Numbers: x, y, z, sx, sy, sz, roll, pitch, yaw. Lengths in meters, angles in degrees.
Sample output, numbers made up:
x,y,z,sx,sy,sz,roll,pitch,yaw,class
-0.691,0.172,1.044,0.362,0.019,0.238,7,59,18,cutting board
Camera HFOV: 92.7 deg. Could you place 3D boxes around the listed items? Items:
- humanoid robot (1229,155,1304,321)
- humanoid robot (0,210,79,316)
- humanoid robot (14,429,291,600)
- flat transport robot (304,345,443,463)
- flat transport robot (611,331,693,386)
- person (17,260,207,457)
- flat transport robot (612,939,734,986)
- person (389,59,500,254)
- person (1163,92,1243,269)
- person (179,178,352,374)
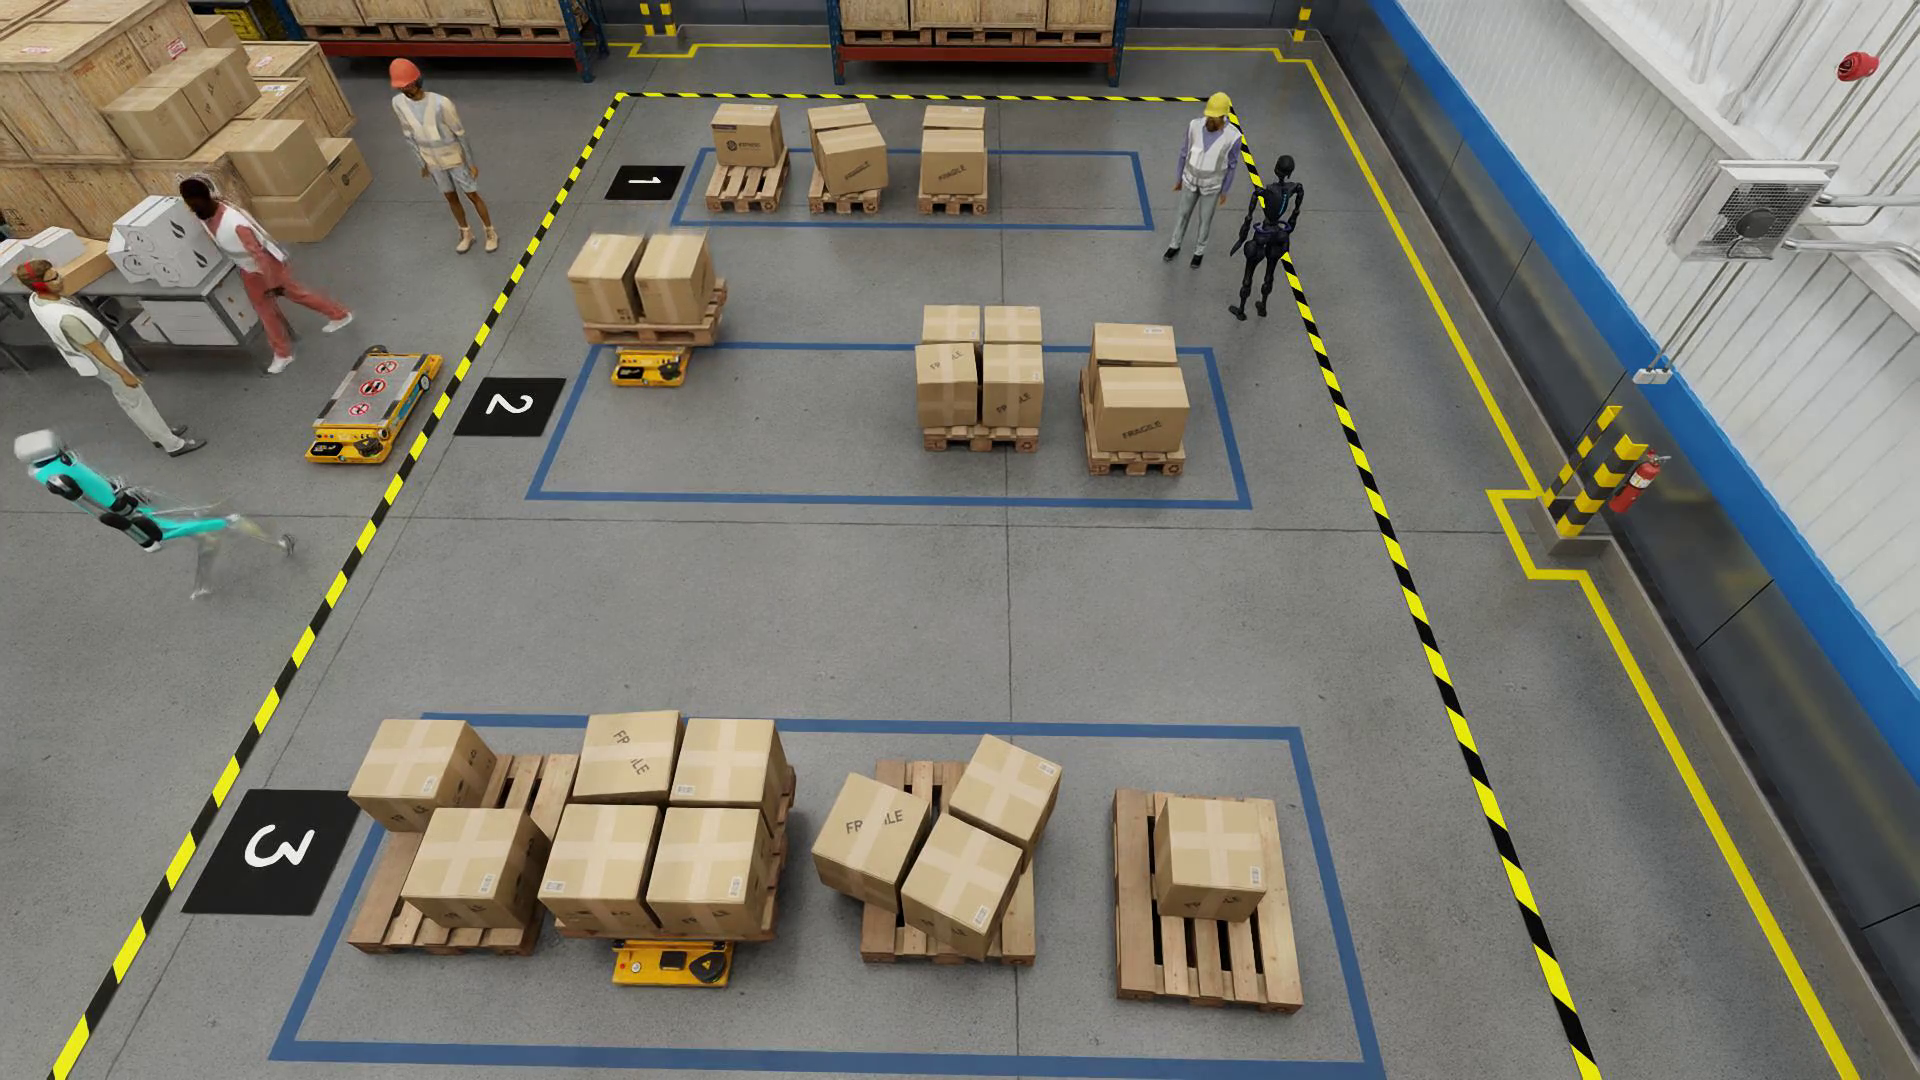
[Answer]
x,y,z,sx,sy,sz,roll,pitch,yaw,class
2.965,-2.917,8.903,0.599,1.657,0.315,-8,50,-7,humanoid robot
-9.380,-2.801,8.729,0.531,1.726,0.715,4,50,3,humanoid robot
-5.659,-0.274,6.657,1.014,1.758,0.558,-36,58,-26,humanoid robot
-5.383,-1.269,8.441,0.659,0.231,1.431,1,50,1,flat transport robot
-2.963,-2.067,9.098,0.652,0.197,1.431,1,50,1,flat transport robot
-7.059,-1.449,7.561,0.566,1.841,0.375,28,55,22,person
-1.659,1.971,5.681,0.652,0.197,1.431,1,50,1,flat transport robot
-5.368,-3.951,9.552,0.607,2.039,0.391,1,50,1,person
2.508,-3.693,9.466,0.590,1.833,0.404,25,54,20,person
-6.486,-2.542,8.480,0.637,1.856,0.980,18,52,15,person
